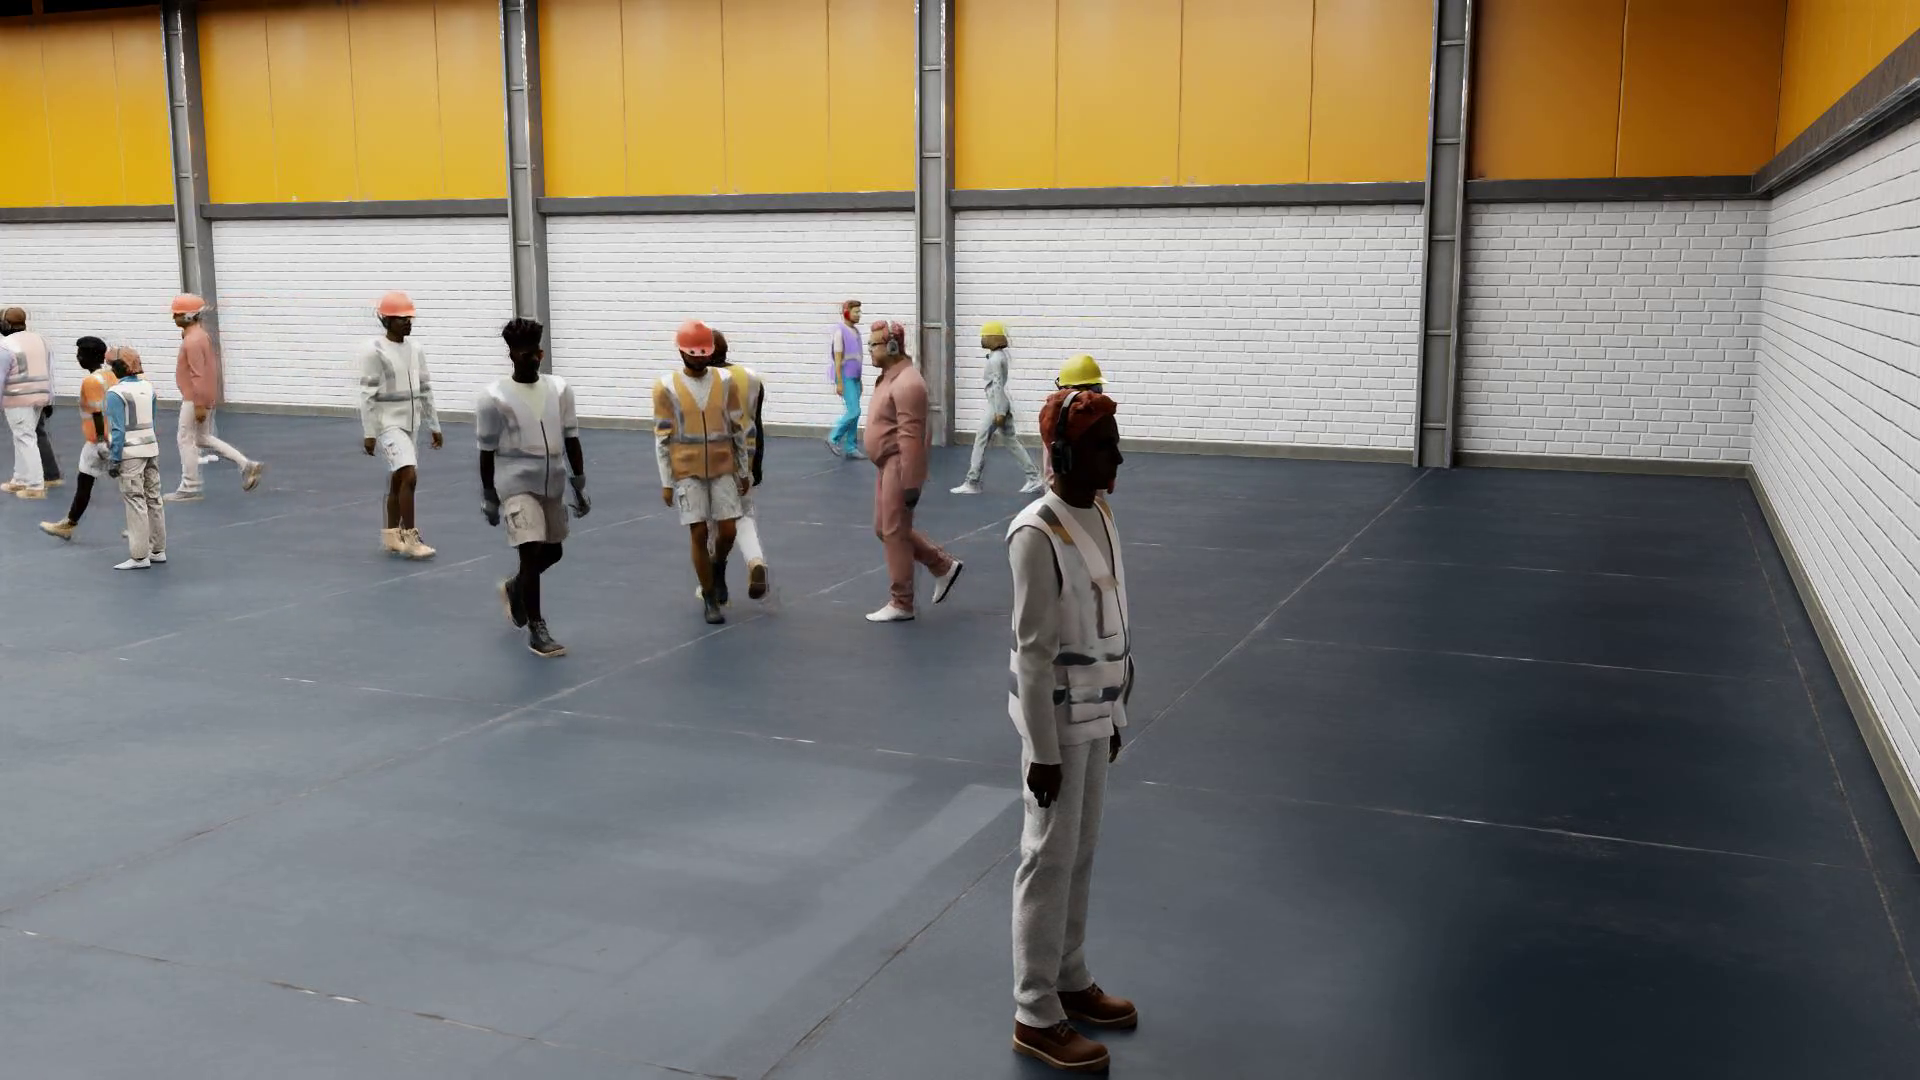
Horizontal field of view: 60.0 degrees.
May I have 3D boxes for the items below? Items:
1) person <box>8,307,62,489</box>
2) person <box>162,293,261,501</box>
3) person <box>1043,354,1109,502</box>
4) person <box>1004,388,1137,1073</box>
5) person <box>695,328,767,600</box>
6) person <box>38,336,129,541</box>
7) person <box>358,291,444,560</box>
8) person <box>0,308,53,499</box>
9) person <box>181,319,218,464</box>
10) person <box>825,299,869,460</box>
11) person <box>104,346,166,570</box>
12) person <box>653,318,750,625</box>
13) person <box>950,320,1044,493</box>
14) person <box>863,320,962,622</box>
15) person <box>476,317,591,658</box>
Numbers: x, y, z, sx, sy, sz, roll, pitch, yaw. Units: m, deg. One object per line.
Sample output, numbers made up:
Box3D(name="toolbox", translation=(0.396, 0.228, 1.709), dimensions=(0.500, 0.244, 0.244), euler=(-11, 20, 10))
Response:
Box3D(name="person", translation=(-9.235, -1.384, 16.394), dimensions=(0.618, 1.816, 0.542), euler=(-3, 10, -19))
Box3D(name="person", translation=(-7.151, -1.352, 15.752), dimensions=(0.786, 1.970, 0.624), euler=(-2, 10, -14))
Box3D(name="person", translation=(0.613, -0.071, 8.592), dimensions=(0.309, 1.772, 0.525), euler=(6, 11, 34))
Box3D(name="person", translation=(0.316, 0.519, 4.671), dimensions=(0.346, 1.882, 0.584), euler=(4, 10, 22))
Box3D(name="person", translation=(-1.544, -0.470, 10.838), dimensions=(0.631, 1.825, 0.629), euler=(-6, 11, -31))
Box3D(name="person", translation=(-6.986, -0.811, 13.412), dimensions=(0.852, 1.647, 0.556), euler=(-1, 9, -7))
Box3D(name="person", translation=(-4.136, -0.853, 12.558), dimensions=(0.764, 2.019, 0.631), euler=(4, 10, 22))
Box3D(name="person", translation=(-9.059, -1.292, 15.836), dimensions=(0.713, 1.820, 0.647), euler=(1, 9, 8))
Box3D(name="person", translation=(-8.574, -1.675, 18.713), dimensions=(0.278, 1.636, 0.506), euler=(1, 9, 6))
Box3D(name="person", translation=(-1.261, -1.821, 18.986), dimensions=(0.436, 1.835, 0.589), euler=(3, 10, 20))
Box3D(name="person", translation=(-6.055, -0.601, 12.205), dimensions=(0.308, 1.639, 0.510), euler=(1, 9, 5))
Box3D(name="person", translation=(-1.601, -0.424, 10.326), dimensions=(0.596, 1.900, 0.592), euler=(-3, 10, -19))
Box3D(name="person", translation=(0.394, -1.291, 16.191), dimensions=(0.896, 1.701, 0.499), euler=(1, 9, 7))
Box3D(name="person", translation=(-0.313, -0.432, 10.403), dimensions=(0.582, 1.889, 0.684), euler=(-2, 10, -11))
Box3D(name="person", translation=(-2.527, -0.326, 9.655), dimensions=(0.621, 1.938, 0.846), euler=(-9, 13, -44))
